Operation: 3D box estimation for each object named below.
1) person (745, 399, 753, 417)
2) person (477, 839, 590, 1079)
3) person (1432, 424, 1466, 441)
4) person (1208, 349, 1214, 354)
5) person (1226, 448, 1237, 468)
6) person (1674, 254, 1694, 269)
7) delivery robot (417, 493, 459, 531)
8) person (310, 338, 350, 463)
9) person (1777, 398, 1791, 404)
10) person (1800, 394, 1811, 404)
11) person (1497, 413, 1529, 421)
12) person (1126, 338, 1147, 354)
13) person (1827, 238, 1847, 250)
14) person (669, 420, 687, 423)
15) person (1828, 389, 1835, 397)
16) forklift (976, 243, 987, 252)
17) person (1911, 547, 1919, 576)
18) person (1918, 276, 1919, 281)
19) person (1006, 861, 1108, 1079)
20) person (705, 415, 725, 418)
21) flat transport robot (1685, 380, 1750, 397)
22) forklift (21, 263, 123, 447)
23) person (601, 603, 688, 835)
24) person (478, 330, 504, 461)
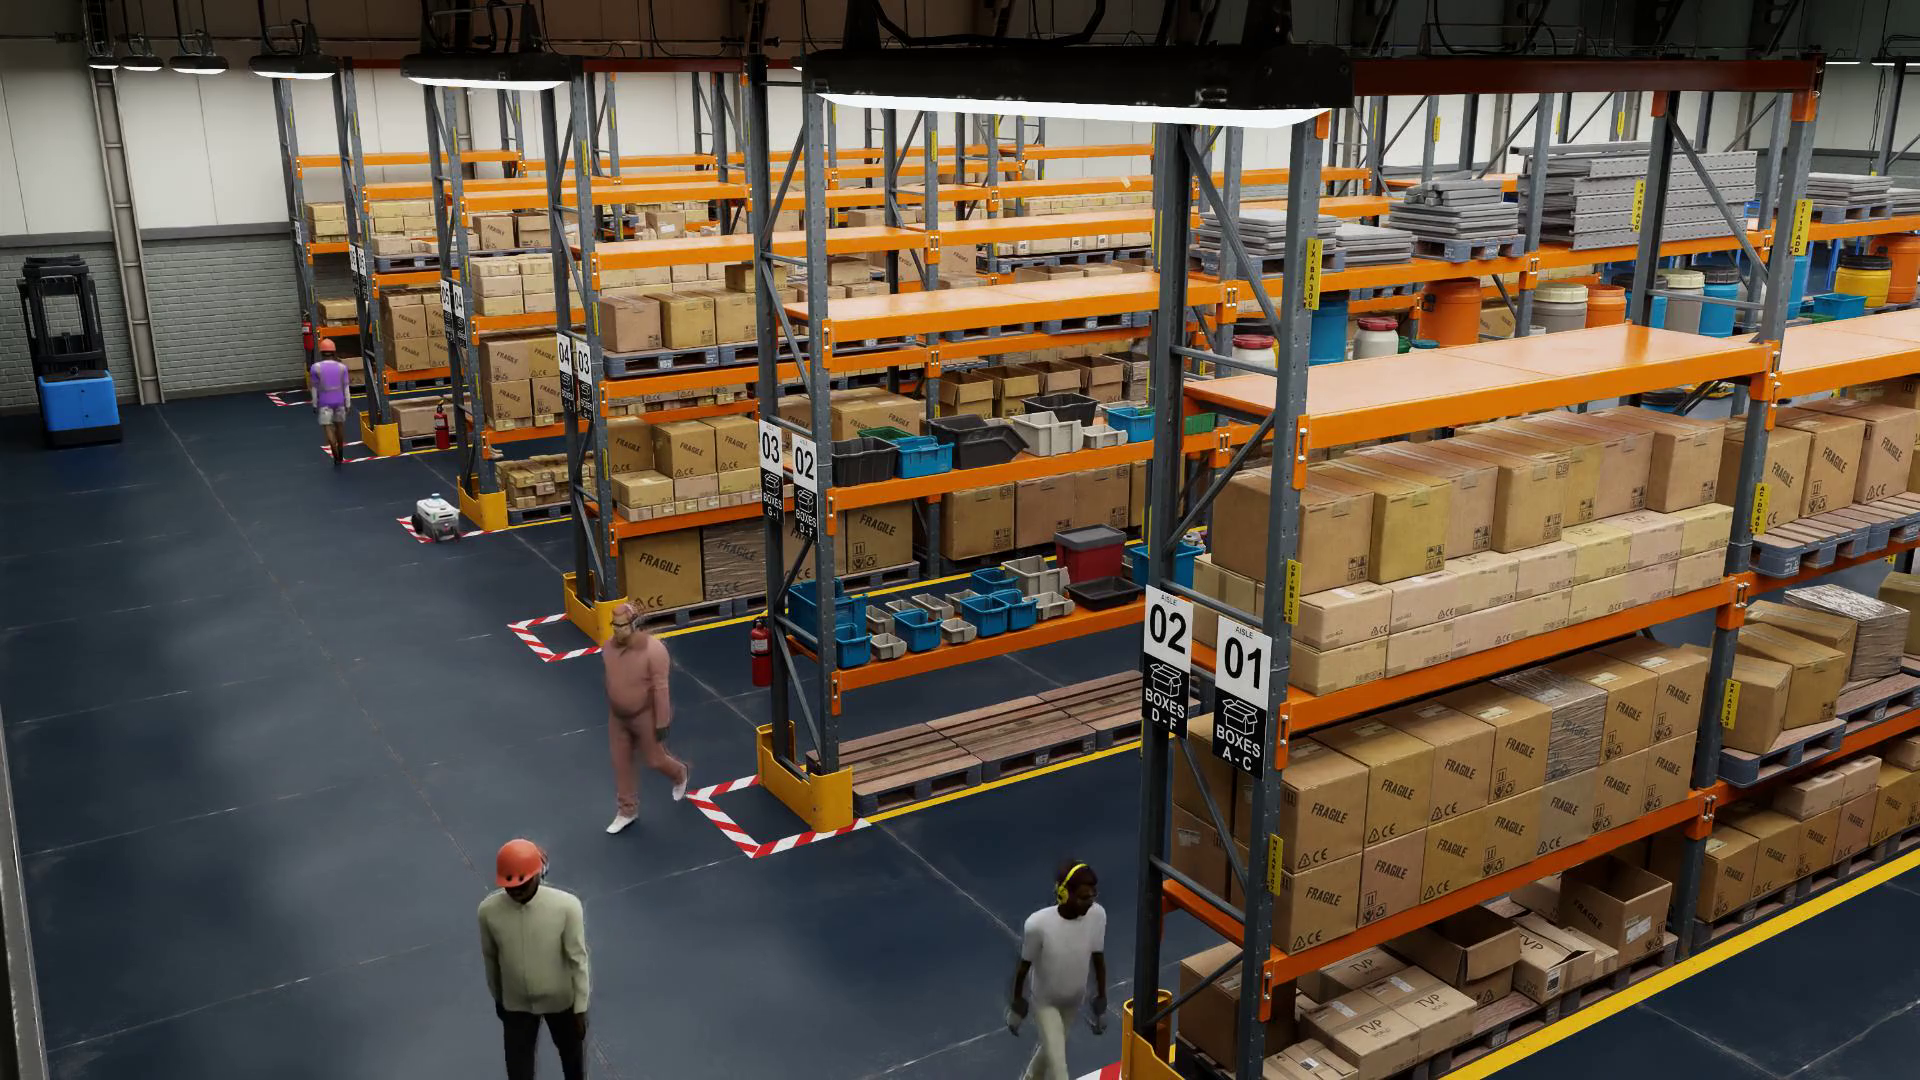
[{"bbox_3d":[-3.443,-2.824,26.937,0.401,1.614,0.503,-8,19,-26],"label":"person"},{"bbox_3d":[-2.351,2.542,8.795,0.608,1.945,1.030,-1,17,-3],"label":"person"},{"bbox_3d":[5.887,-0.597,19.090,0.373,1.934,0.552,-12,20,-33],"label":"person"},{"bbox_3d":[4.157,-2.446,25.235,0.781,1.889,0.603,-12,21,-35],"label":"person"},{"bbox_3d":[3.096,-0.296,18.684,0.825,1.604,0.495,-7,18,-23],"label":"person"},{"bbox_3d":[19.751,-7.920,43.148,0.938,1.902,0.654,15,23,41],"label":"person"},{"bbox_3d":[-6.813,-0.363,20.568,0.477,0.478,0.707,-12,21,-33],"label":"delivery robot"},{"bbox_3d":[-9.574,-2.110,24.077,0.556,1.920,0.735,-11,20,-31],"label":"person"},{"bbox_3d":[14.859,-3.378,28.238,0.448,1.925,0.544,-7,18,-23],"label":"person"},{"bbox_3d":[14.802,-2.975,27.387,0.306,1.640,0.522,10,20,30],"label":"person"},{"bbox_3d":[7.230,-1.022,20.588,1.033,1.892,0.647,-7,18,-22],"label":"person"},{"bbox_3d":[2.751,-2.455,25.227,0.769,1.913,0.636,-11,20,-32],"label":"person"},{"bbox_3d":[28.564,-10.242,51.294,0.520,1.581,0.858,-2,17,-7],"label":"person"},{"bbox_3d":[-4.489,-2.481,25.427,0.520,1.845,0.465,7,18,21],"label":"person"},{"bbox_3d":[12.282,-1.368,21.979,0.831,1.721,0.522,7,18,22],"label":"person"},{"bbox_3d":[0.988,-5.474,34.718,1.214,2.155,2.313,-10,20,-31],"label":"forklift"},{"bbox_3d":[9.167,0.642,15.142,0.534,1.868,0.310,10,19,29],"label":"person"},{"bbox_3d":[20.226,-5.046,33.730,0.428,1.913,0.601,2,17,7],"label":"person"},{"bbox_3d":[0.555,2.600,8.845,0.544,1.805,0.980,-8,19,-25],"label":"person"},{"bbox_3d":[-3.809,-2.256,24.728,0.410,1.814,0.603,-13,21,-36],"label":"person"},{"bbox_3d":[14.253,-2.890,29.492,1.431,0.197,0.652,-12,21,-34],"label":"flat transport robot"},{"bbox_3d":[-14.518,-3.079,25.708,1.129,2.768,1.873,-10,20,-31],"label":"forklift"},{"bbox_3d":[-2.566,1.376,12.716,0.647,1.889,0.762,8,19,24],"label":"person"},{"bbox_3d":[-7.326,-2.269,24.388,0.365,2.048,0.608,-5,18,-17],"label":"person"}]
